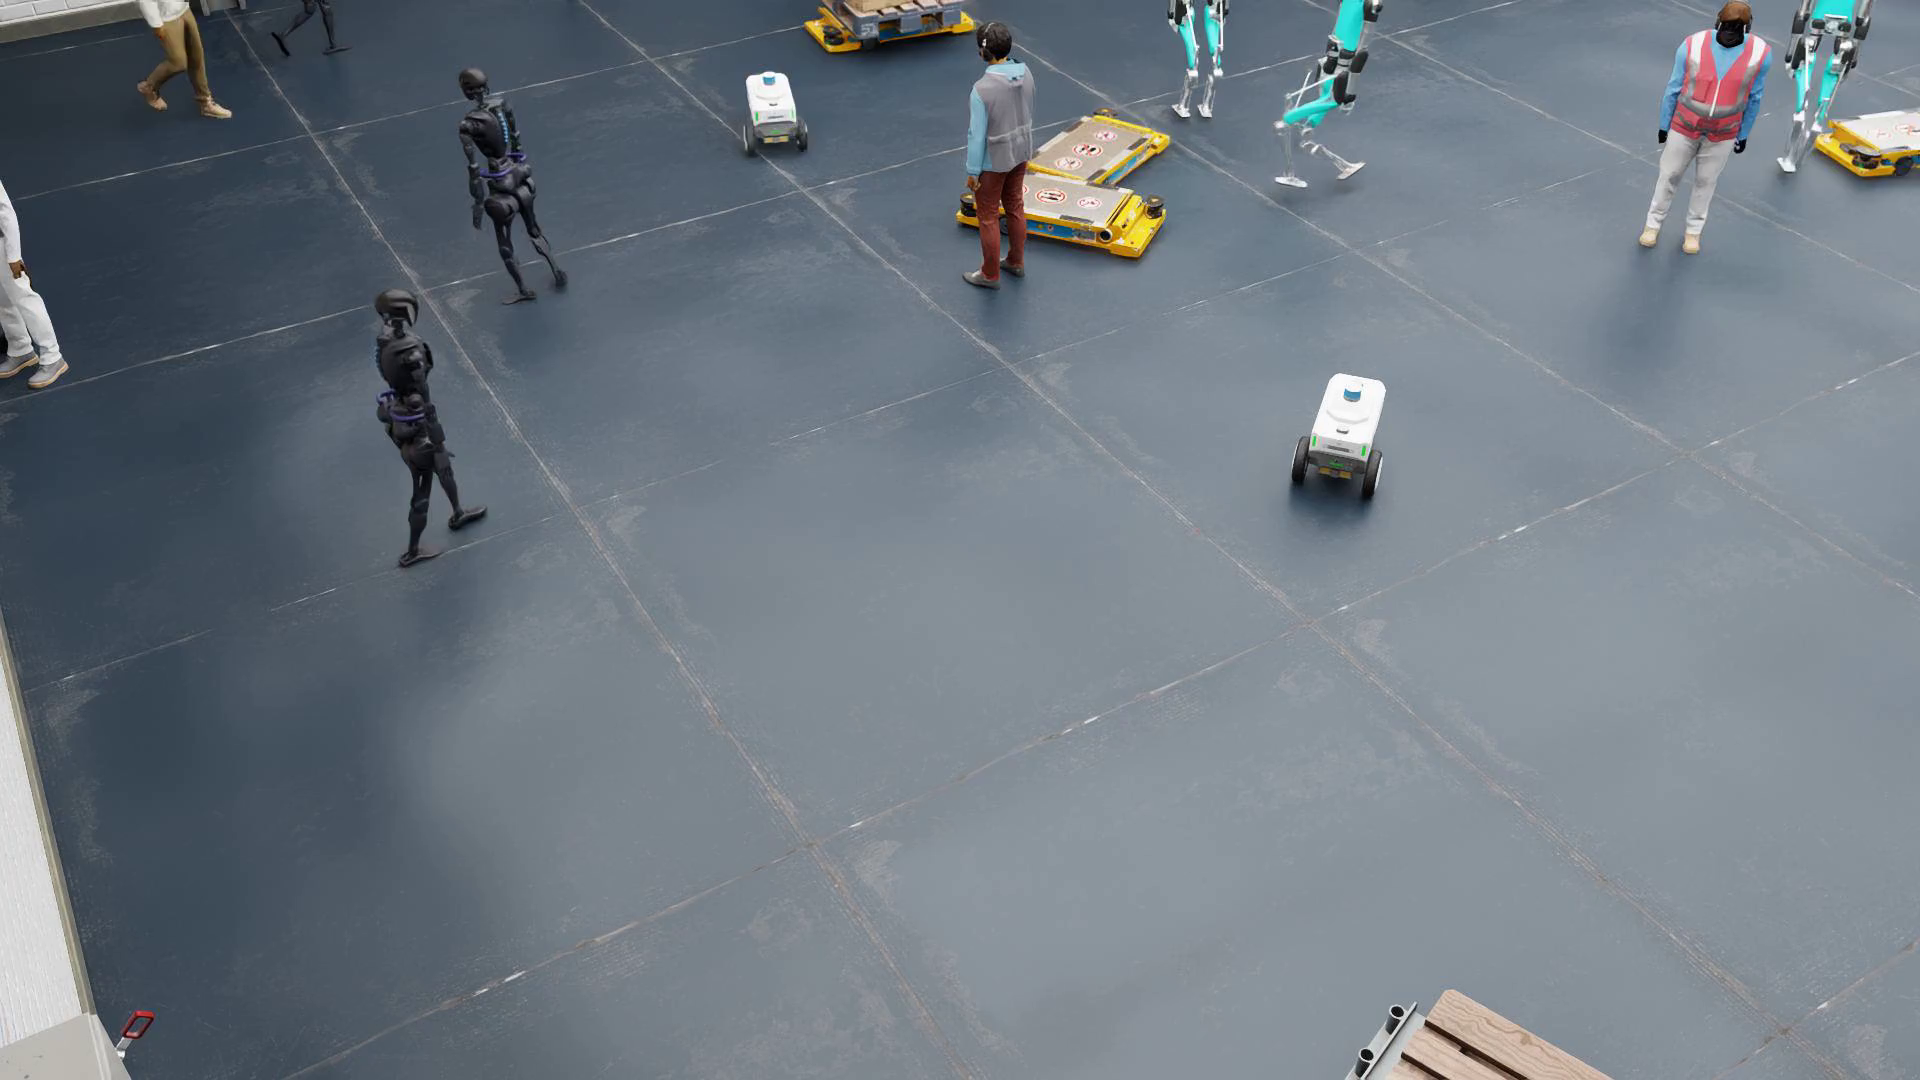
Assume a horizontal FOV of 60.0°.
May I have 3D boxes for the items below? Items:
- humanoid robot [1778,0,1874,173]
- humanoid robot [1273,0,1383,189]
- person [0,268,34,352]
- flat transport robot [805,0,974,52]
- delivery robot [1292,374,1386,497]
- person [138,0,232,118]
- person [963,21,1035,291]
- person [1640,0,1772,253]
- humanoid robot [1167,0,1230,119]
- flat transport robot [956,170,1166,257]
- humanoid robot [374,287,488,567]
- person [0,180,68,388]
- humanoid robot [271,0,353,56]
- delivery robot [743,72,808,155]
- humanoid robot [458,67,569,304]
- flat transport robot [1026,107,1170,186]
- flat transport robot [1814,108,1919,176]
[{"bbox_3d":[6.567,-3.564,12.671,0.543,1.814,0.867,10,40,12],"label":"humanoid robot"},{"bbox_3d":[2.656,-3.401,12.404,1.006,1.722,0.572,-8,39,-10],"label":"humanoid robot"},{"bbox_3d":[-6.336,-2.103,10.602,0.361,1.939,0.542,2,38,3],"label":"person"},{"bbox_3d":[-0.652,-4.787,15.332,1.431,0.231,0.659,-15,41,-18],"label":"flat transport robot"},{"bbox_3d":[2.290,-0.640,9.884,0.499,0.614,0.808,13,40,15],"label":"delivery robot"},{"bbox_3d":[-6.447,-4.229,13.440,0.587,1.750,0.524,7,39,9],"label":"person"},{"bbox_3d":[0.274,-2.565,11.241,0.543,1.871,0.416,-31,48,-33],"label":"person"},{"bbox_3d":[5.225,-2.892,11.688,0.628,1.836,0.432,13,40,16],"label":"person"},{"bbox_3d":[1.963,-4.214,13.373,0.530,1.732,0.694,-5,39,-7],"label":"humanoid robot"},{"bbox_3d":[0.754,-2.451,12.384,1.431,0.231,0.659,15,41,18],"label":"flat transport robot"},{"bbox_3d":[-2.898,-0.624,8.957,0.612,1.636,0.608,-26,45,-29],"label":"humanoid robot"},{"bbox_3d":[-6.027,-1.820,10.291,0.572,1.882,0.356,16,41,19],"label":"person"},{"bbox_3d":[-5.809,-5.032,14.517,0.599,1.633,0.585,-24,44,-27],"label":"humanoid robot"},{"bbox_3d":[-1.520,-3.463,13.447,0.499,0.614,0.808,-7,39,-9],"label":"delivery robot"},{"bbox_3d":[-2.992,-2.363,11.145,0.474,1.647,0.601,14,41,17],"label":"humanoid robot"},{"bbox_3d":[1.030,-3.000,13.077,0.659,0.231,1.431,22,43,26],"label":"flat transport robot"},{"bbox_3d":[7.634,-3.198,13.327,1.431,0.231,0.659,-9,39,-12],"label":"flat transport robot"}]
